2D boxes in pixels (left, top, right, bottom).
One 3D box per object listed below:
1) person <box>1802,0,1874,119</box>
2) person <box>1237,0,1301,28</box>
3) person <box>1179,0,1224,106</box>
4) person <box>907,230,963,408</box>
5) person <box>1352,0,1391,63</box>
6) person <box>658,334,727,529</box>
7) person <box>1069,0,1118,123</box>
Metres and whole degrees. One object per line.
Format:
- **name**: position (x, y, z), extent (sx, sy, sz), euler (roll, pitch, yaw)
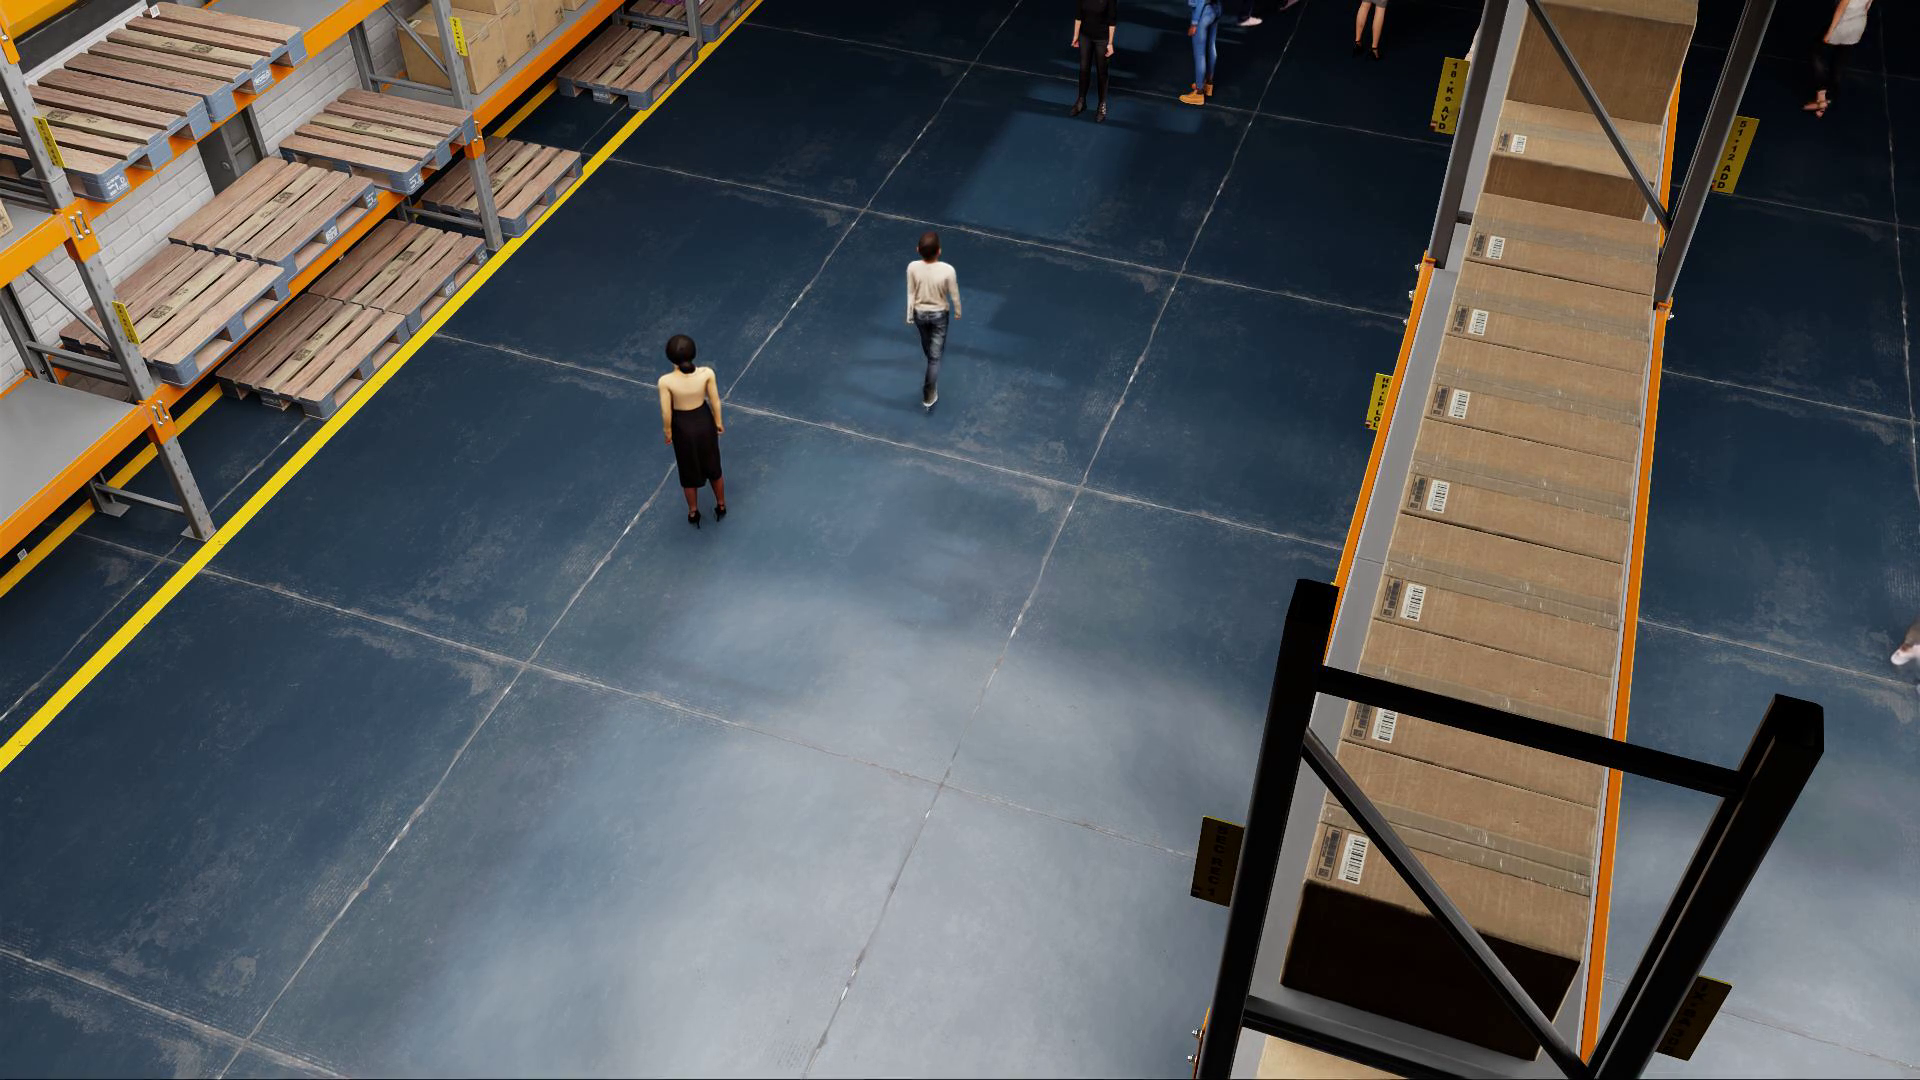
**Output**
- **person**: position (8.553, -4.867, 15.943), extent (0.764, 1.817, 0.817), euler (-16, 46, -16)
- **person**: position (3.180, -6.245, 17.394), extent (1.187, 1.810, 1.161), euler (-15, 46, -15)
- **person**: position (2.418, -5.103, 16.268), extent (0.708, 1.711, 0.535), euler (25, 49, 24)
- **person**: position (-0.233, -1.694, 12.891), extent (0.655, 1.433, 1.027), euler (8, 44, 8)
- **person**: position (4.258, -5.754, 16.855), extent (0.685, 1.842, 0.670), euler (32, 52, 29)
- **person**: position (-1.887, -0.768, 11.758), extent (0.671, 1.654, 0.718), euler (-14, 45, -14)
- **person**: position (1.308, -4.860, 16.063), extent (0.605, 1.641, 0.526), euler (19, 47, 19)
